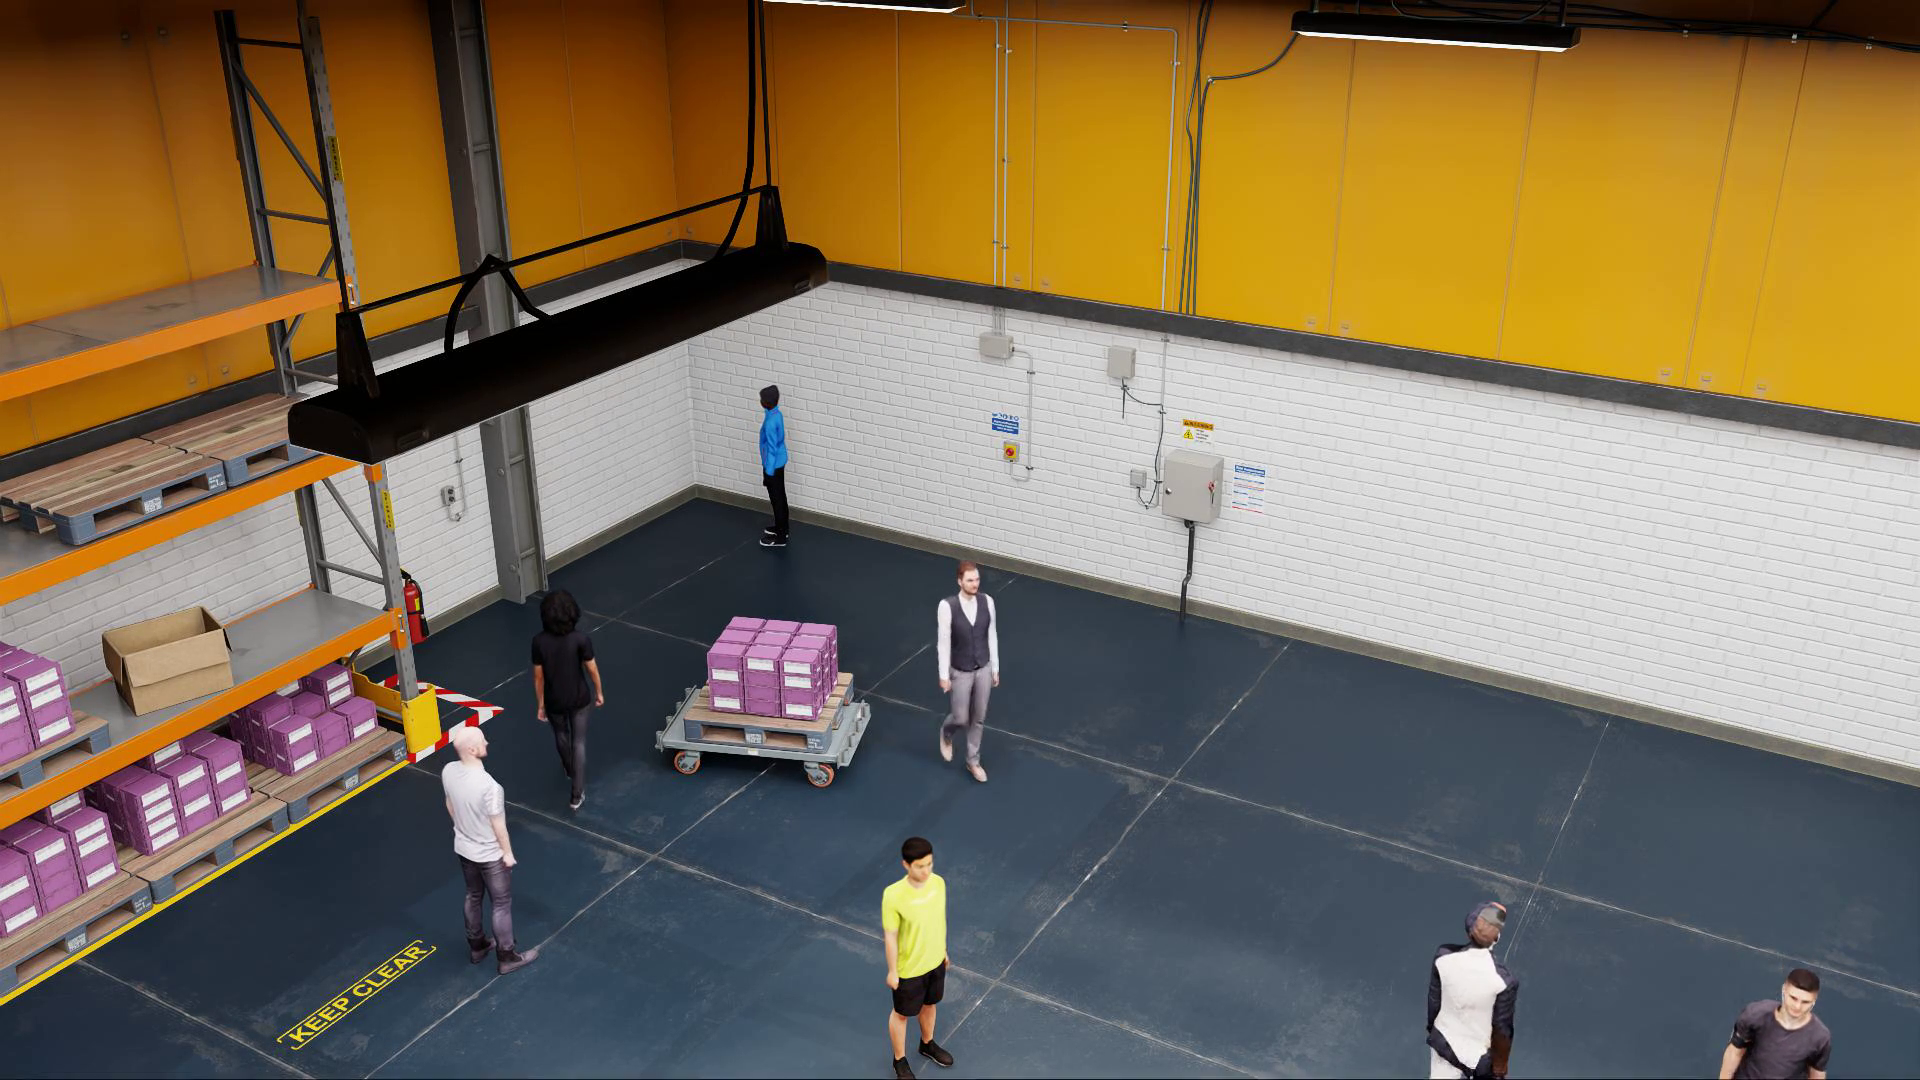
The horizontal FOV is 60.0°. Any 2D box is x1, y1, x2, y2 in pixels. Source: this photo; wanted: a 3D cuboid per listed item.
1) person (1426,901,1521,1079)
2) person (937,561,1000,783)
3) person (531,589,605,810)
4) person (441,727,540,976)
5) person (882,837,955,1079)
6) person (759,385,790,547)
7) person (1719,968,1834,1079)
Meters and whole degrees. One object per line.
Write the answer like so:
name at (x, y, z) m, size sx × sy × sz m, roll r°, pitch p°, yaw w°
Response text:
person at (2.800, 2.912, 9.336) m, size 0.853 × 1.857 × 1.144 m, roll 19°, pitch 30°, yaw 37°
person at (0.033, 1.022, 13.581) m, size 0.896 × 1.920 × 0.939 m, roll -11°, pitch 26°, yaw -24°
person at (-3.104, 1.280, 13.135) m, size 0.993 × 1.806 × 1.104 m, roll -3°, pitch 24°, yaw -6°
person at (-3.240, 2.088, 11.251) m, size 0.671 × 1.833 × 0.606 m, roll 16°, pitch 28°, yaw 32°
person at (-0.274, 2.572, 10.298) m, size 0.595 × 1.709 × 0.746 m, roll -18°, pitch 30°, yaw -36°
person at (-1.988, -0.814, 17.933) m, size 0.750 × 1.798 × 0.634 m, roll 1°, pitch 24°, yaw 3°
person at (4.450, 3.041, 9.173) m, size 0.683 × 1.751 × 0.624 m, roll 11°, pitch 26°, yaw 23°
